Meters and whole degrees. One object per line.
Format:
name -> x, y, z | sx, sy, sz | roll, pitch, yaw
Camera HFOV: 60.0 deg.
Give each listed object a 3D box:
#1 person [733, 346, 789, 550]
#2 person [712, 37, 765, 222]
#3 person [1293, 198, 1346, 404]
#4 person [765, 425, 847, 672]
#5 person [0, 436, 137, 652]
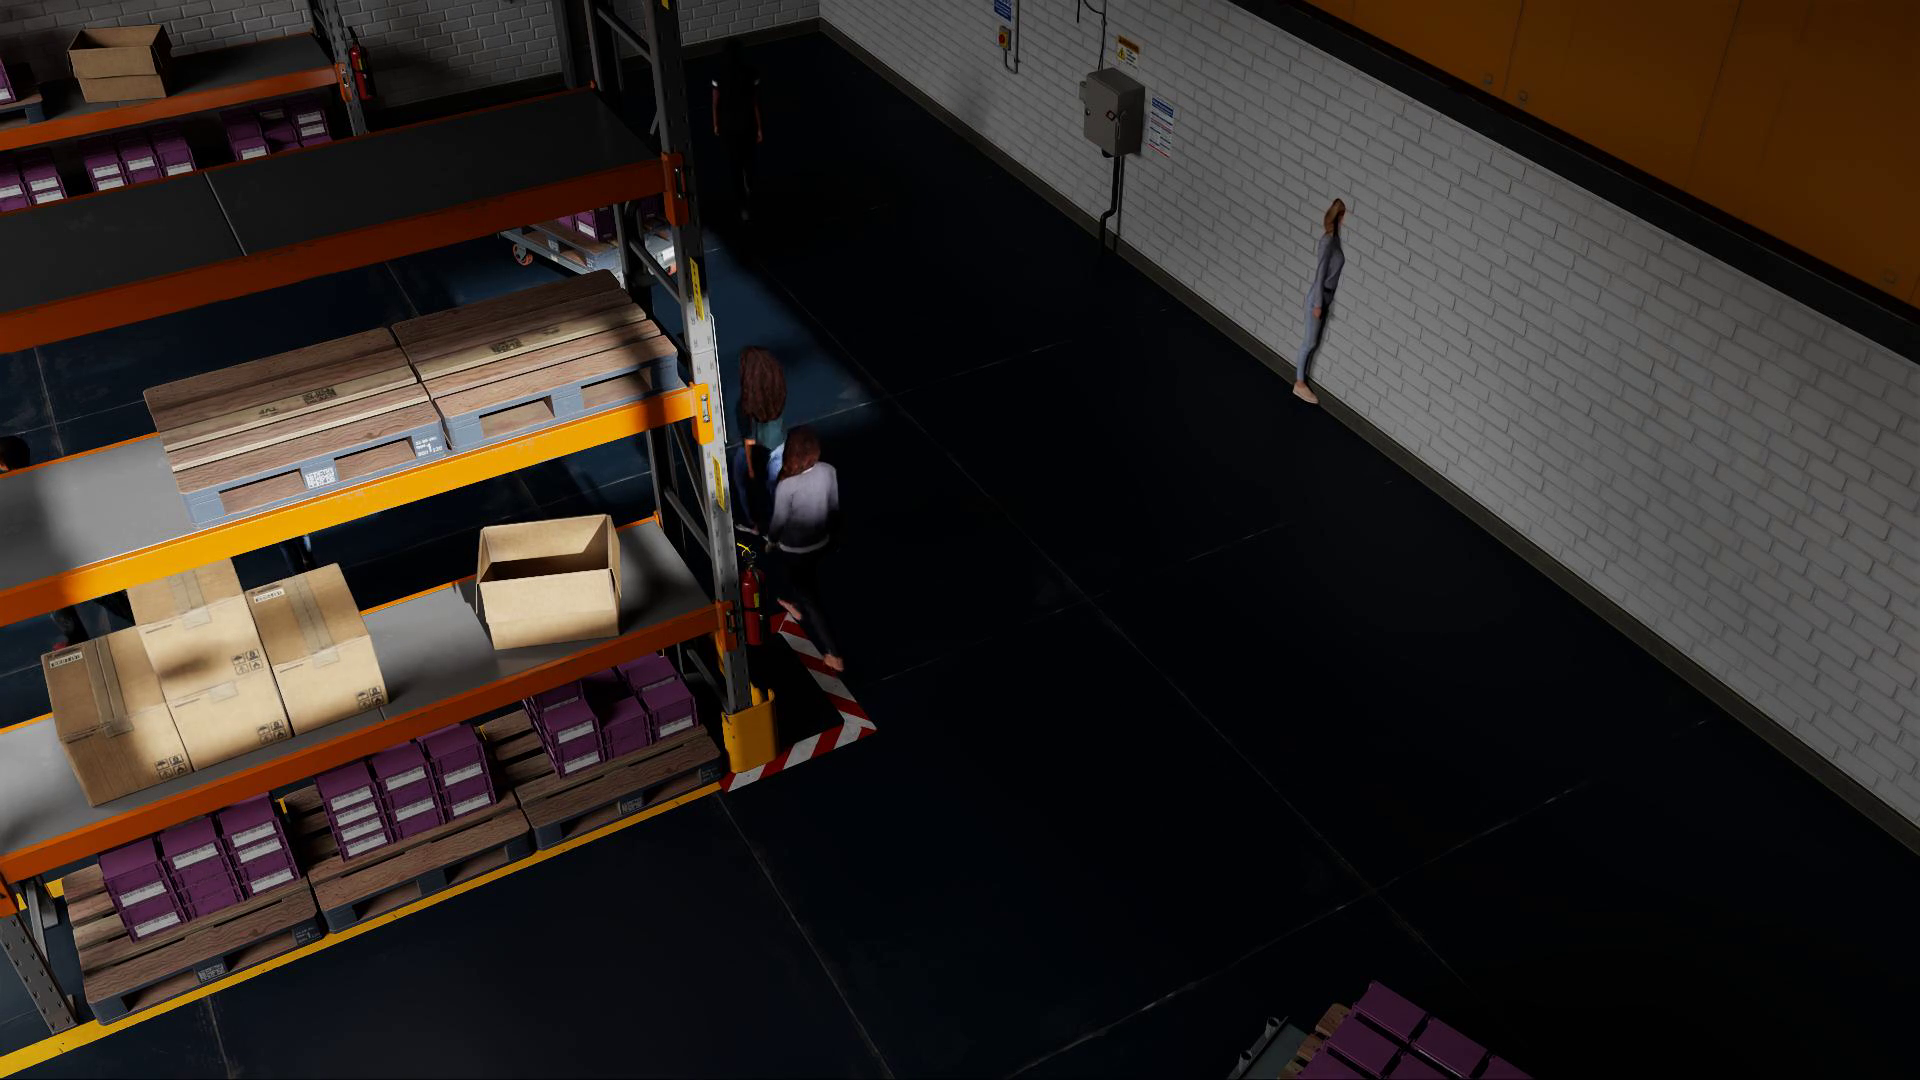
person -> -1.320, -0.604, 11.658 | 0.777, 1.600, 0.744 | 28, 46, 31
person -> -2.073, -3.830, 15.628 | 1.181, 1.687, 0.961 | -6, 39, -7
person -> 2.897, -1.918, 13.146 | 0.516, 1.795, 0.686 | -29, 47, -31
person -> -0.943, 0.080, 10.699 | 1.107, 1.728, 0.859 | -31, 48, -33
person -> -5.687, 0.089, 10.638 | 1.132, 1.789, 1.049 | 7, 39, 8
